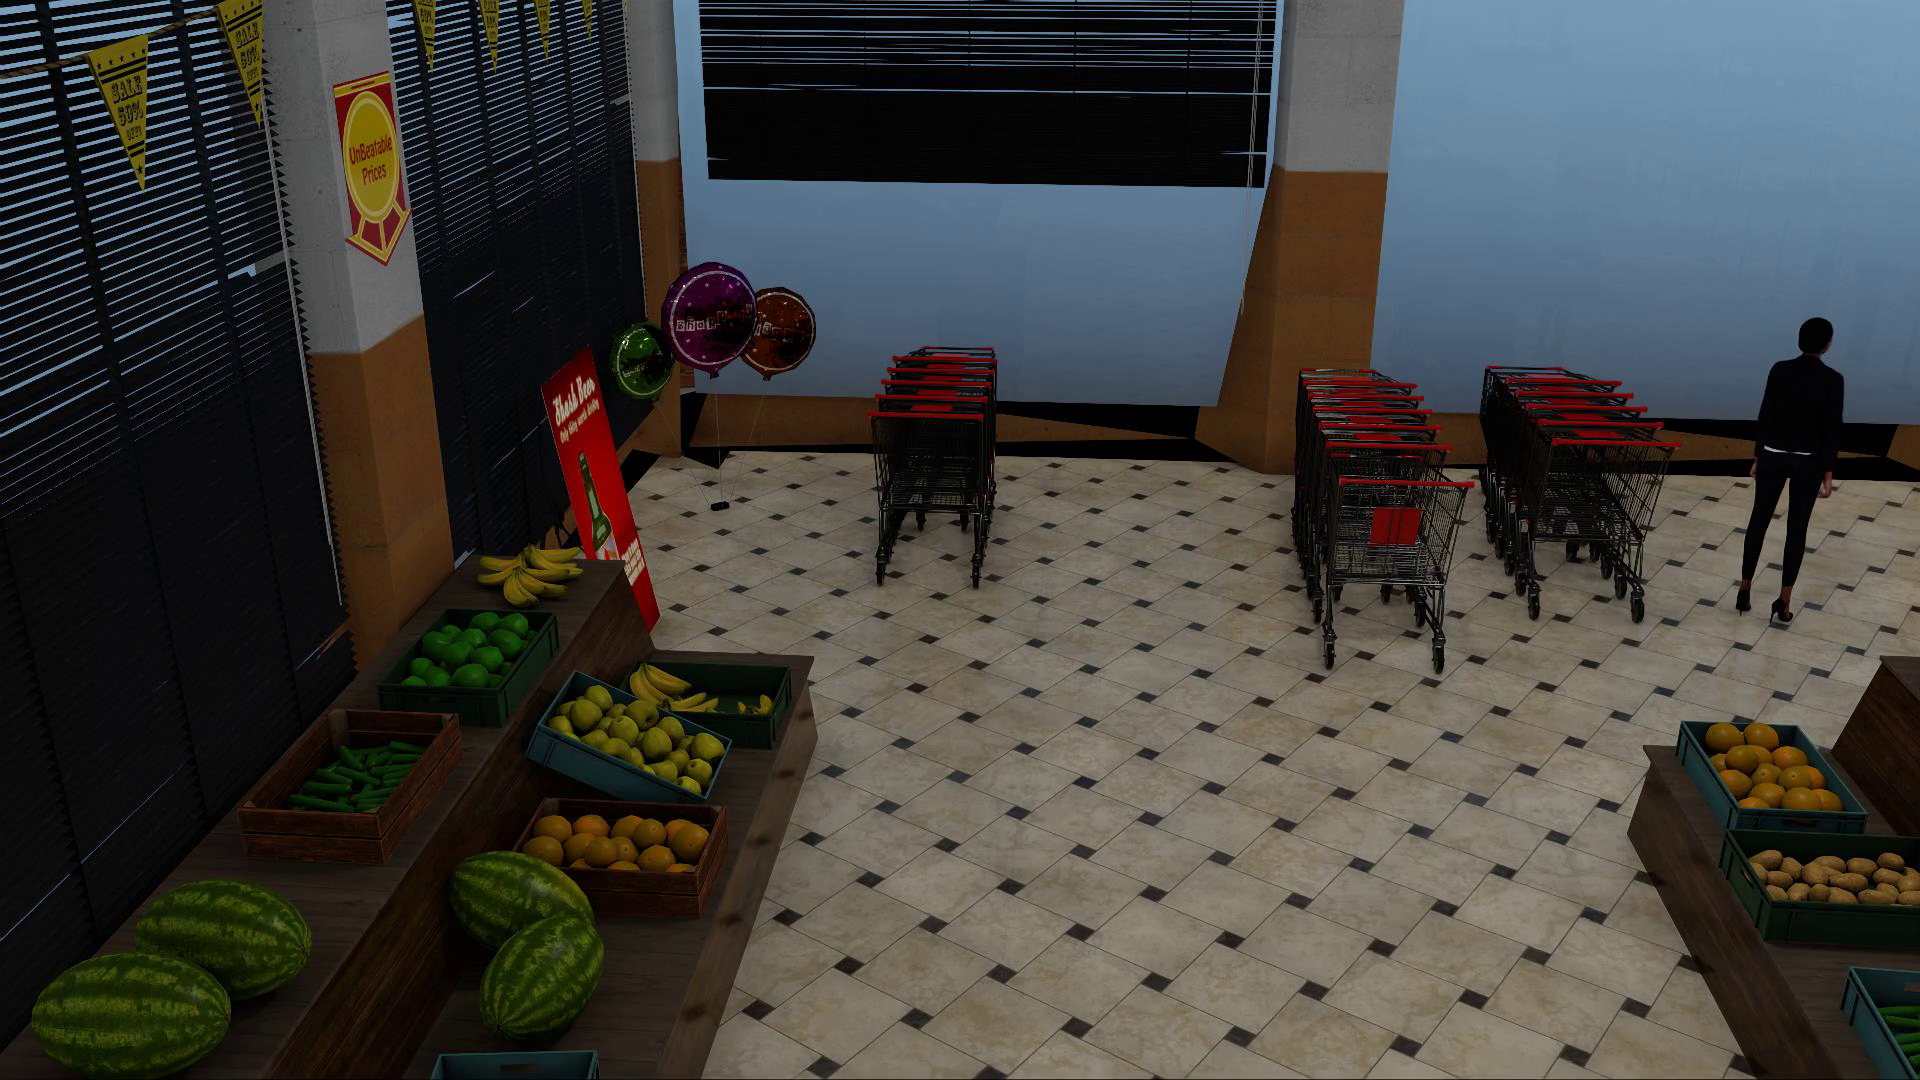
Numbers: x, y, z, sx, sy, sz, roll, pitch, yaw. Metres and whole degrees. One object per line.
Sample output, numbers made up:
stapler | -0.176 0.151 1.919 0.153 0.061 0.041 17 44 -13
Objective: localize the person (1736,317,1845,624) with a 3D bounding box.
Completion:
person | 4.821 -0.403 9.665 0.681 1.834 0.719 20 29 41
